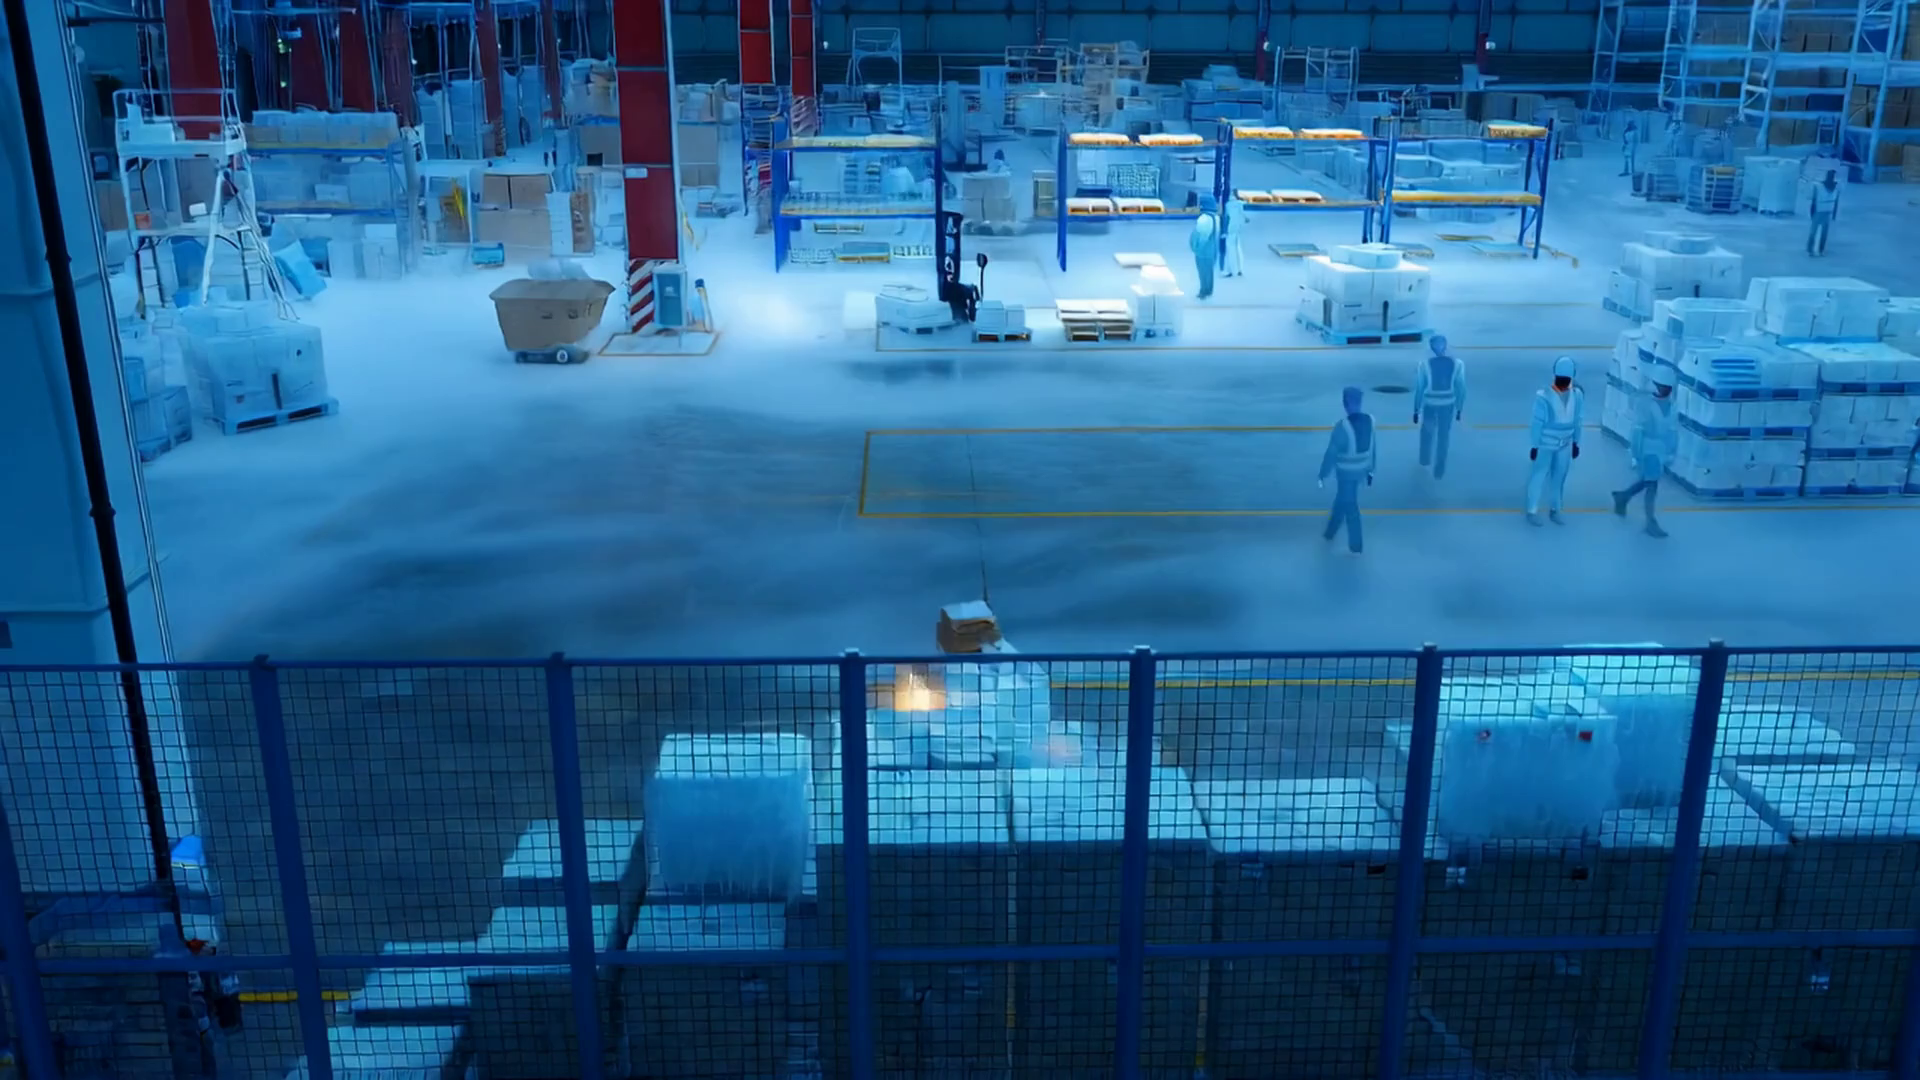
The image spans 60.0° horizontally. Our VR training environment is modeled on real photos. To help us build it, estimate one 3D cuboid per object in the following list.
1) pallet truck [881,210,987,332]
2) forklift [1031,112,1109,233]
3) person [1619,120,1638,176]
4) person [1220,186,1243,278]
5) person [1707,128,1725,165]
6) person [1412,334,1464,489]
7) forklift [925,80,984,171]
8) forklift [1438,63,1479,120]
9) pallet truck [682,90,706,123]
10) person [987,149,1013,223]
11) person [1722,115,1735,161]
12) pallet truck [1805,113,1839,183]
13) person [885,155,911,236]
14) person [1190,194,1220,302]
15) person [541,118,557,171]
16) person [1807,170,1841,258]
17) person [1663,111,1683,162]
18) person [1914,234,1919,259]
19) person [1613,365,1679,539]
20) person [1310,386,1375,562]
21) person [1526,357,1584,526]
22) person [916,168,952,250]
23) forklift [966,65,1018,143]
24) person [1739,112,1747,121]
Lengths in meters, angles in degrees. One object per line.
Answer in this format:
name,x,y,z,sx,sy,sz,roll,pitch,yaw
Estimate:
pallet truck,-0.493,-4.759,29.349,1.885,1.965,0.823,-13,23,-34
forklift,2.679,-8.903,40.282,1.873,2.768,1.129,1,19,2
person,20.991,-12.307,52.205,0.540,1.695,0.317,-11,21,-29
person,5.610,-6.335,34.246,0.329,1.861,0.505,17,25,42
person,21.297,-10.595,46.784,0.652,1.916,0.607,-10,21,-26
person,5.809,-1.605,20.236,0.643,1.835,0.926,2,19,6
forklift,-0.204,-13.247,53.168,1.873,2.768,1.129,-1,19,-3
forklift,19.482,-16.861,63.892,1.873,2.768,1.129,-1,19,-1
pallet truck,-9.671,-15.907,62.421,0.823,1.965,1.885,5,19,15
person,1.041,-8.961,42.088,0.660,1.814,0.783,16,24,39
person,23.583,-12.124,51.294,0.374,1.934,0.548,8,20,22
pallet truck,26.403,-11.957,50.702,0.823,1.965,1.885,6,19,16
person,-1.455,-8.297,39.980,0.641,1.921,0.655,8,20,22
person,4.639,-5.572,31.693,0.536,2.000,0.687,11,21,29
person,-13.191,-12.636,53.220,0.557,1.656,0.820,4,19,11
person,19.065,-7.208,36.743,0.604,1.921,0.377,-1,19,-2
person,24.078,-13.622,56.158,0.546,1.649,0.852,-3,19,-8
person,21.248,-6.922,36.353,0.535,1.623,0.537,-10,21,-28
person,7.624,-1.027,18.411,0.552,1.918,0.821,-8,20,-22
person,4.014,-0.731,17.621,0.611,1.848,0.896,-14,23,-36
person,6.647,-1.095,18.582,0.601,1.940,0.415,-4,19,-12
person,-0.540,-7.501,37.686,1.015,1.872,0.590,1,19,2
forklift,1.090,-16.329,62.311,1.873,2.768,1.129,-10,21,-28
person,27.740,-14.589,59.079,0.423,1.622,0.531,-3,19,-8
